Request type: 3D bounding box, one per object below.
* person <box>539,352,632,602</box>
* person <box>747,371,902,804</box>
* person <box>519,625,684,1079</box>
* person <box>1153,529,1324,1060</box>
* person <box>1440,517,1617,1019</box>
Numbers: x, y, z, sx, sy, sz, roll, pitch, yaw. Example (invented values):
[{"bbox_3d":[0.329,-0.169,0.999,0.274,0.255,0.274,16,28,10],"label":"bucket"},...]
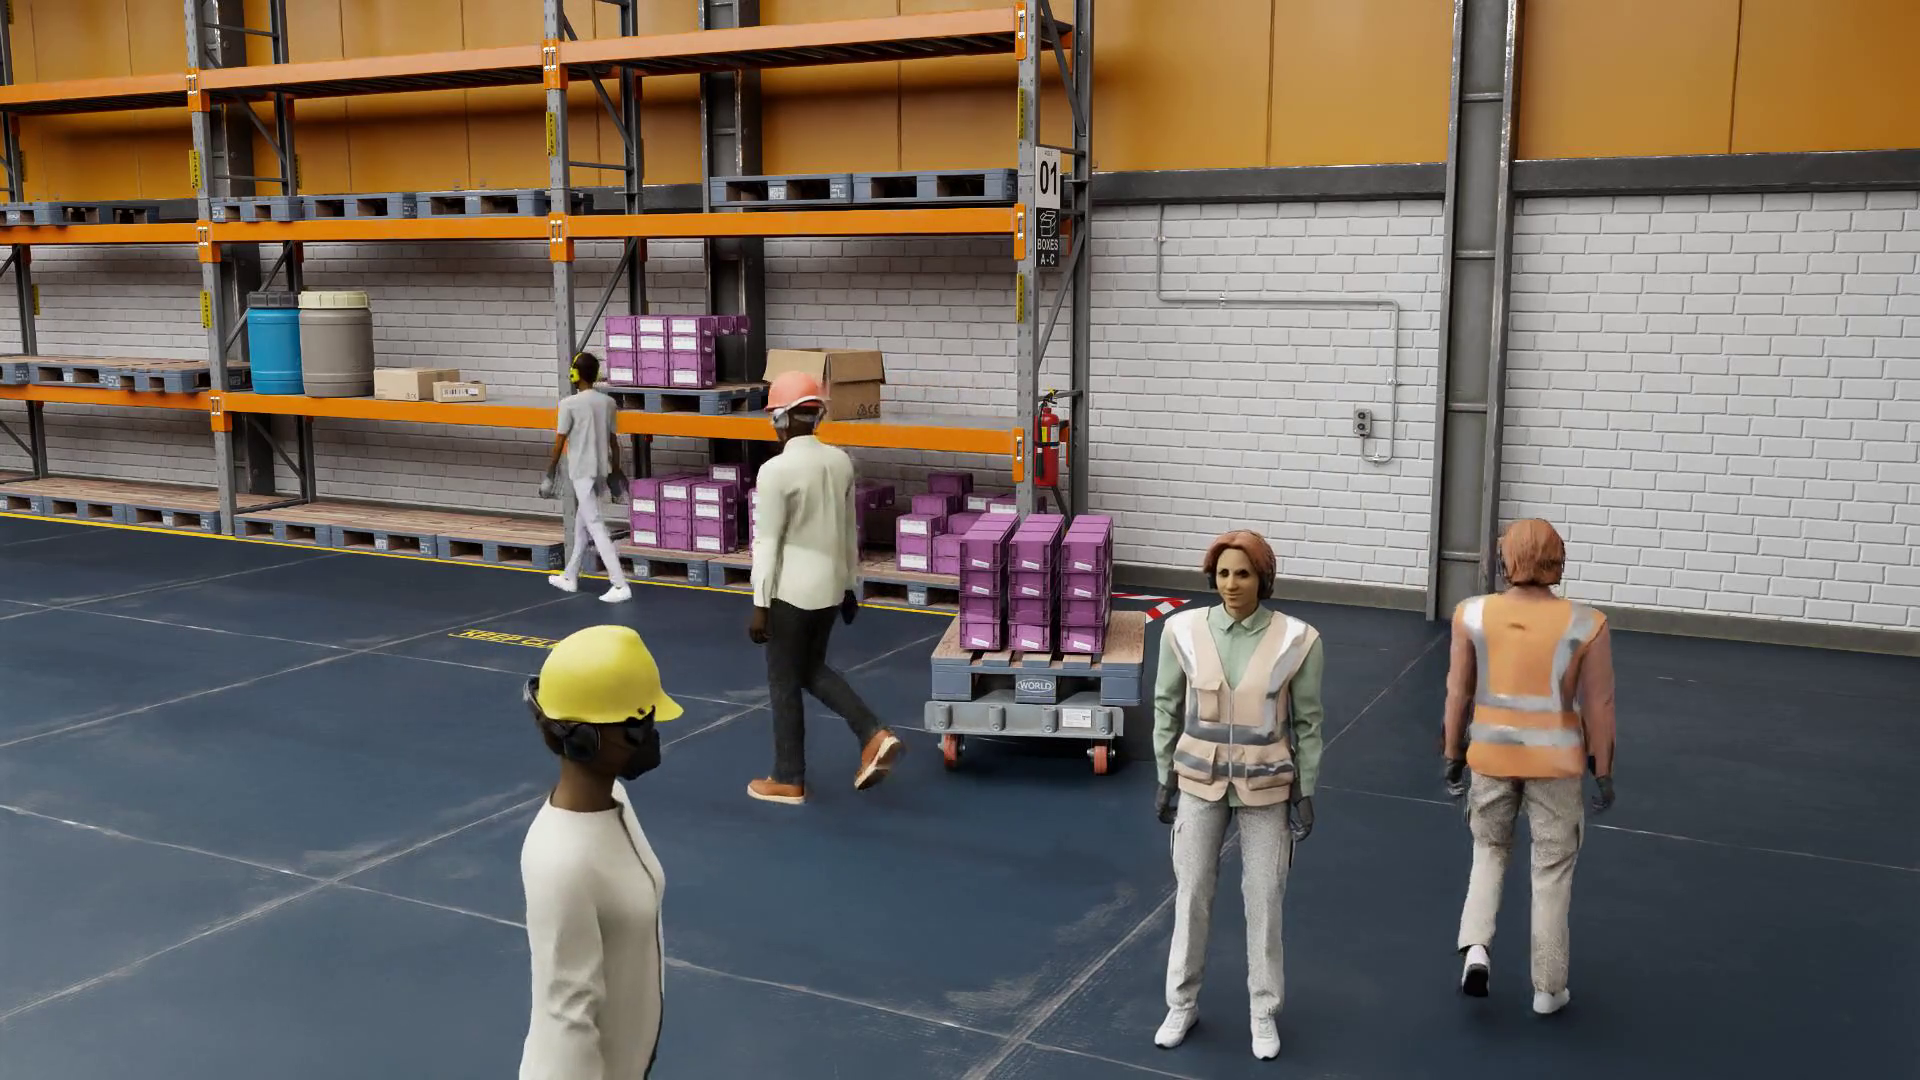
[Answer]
[{"bbox_3d":[-2.753,-0.464,12.207,0.968,1.824,0.539,6,11,34],"label":"person"},{"bbox_3d":[-0.639,0.233,7.452,0.617,1.972,0.635,5,11,29],"label":"person"},{"bbox_3d":[-0.662,1.028,3.155,0.323,1.766,0.533,-1,9,-3],"label":"person"},{"bbox_3d":[0.846,0.774,5.106,0.514,1.641,0.315,3,10,17],"label":"person"},{"bbox_3d":[1.819,0.741,5.357,0.543,1.624,0.412,6,11,32],"label":"person"}]
